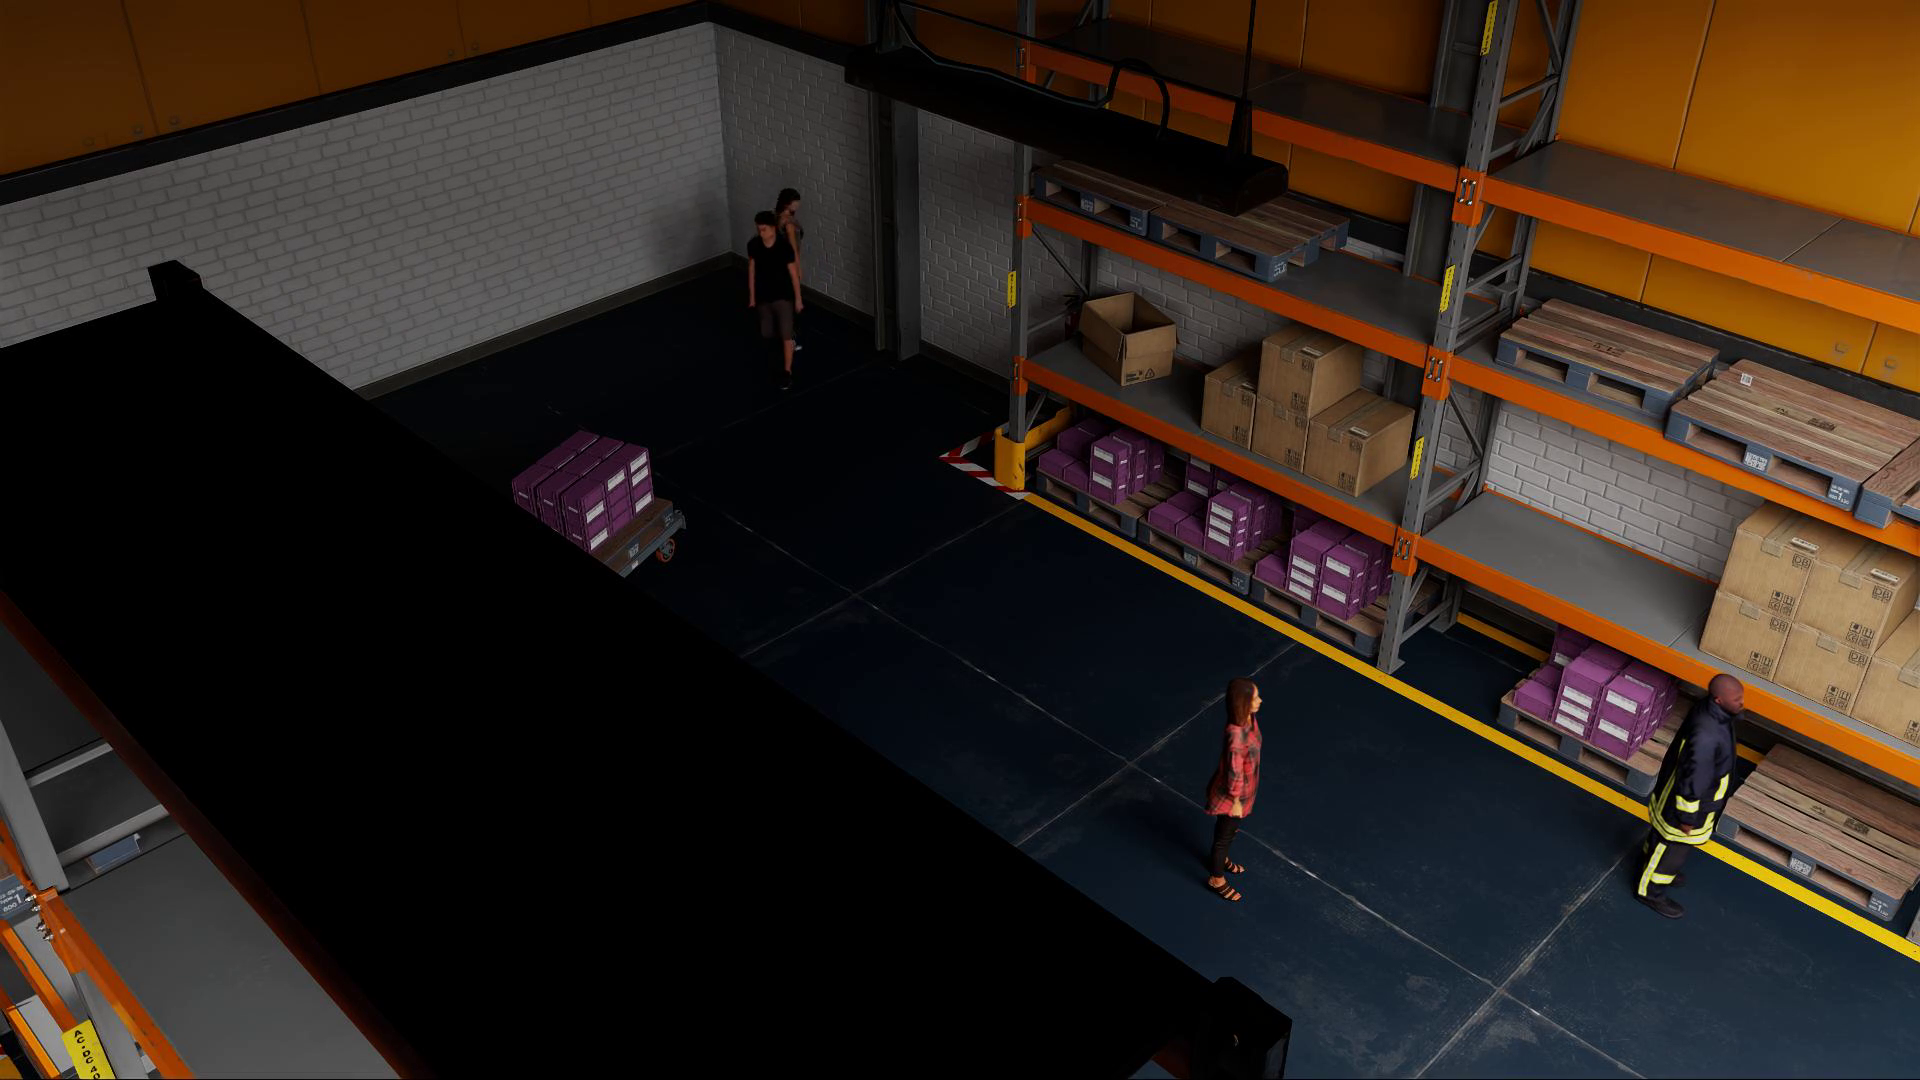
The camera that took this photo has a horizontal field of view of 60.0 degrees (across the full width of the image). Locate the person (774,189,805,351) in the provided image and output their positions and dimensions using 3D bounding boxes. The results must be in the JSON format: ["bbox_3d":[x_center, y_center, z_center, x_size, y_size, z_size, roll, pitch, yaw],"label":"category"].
[{"bbox_3d":[-1.856,-2.879,17.349,0.868,1.750,0.636,-26,42,-34],"label":"person"}]

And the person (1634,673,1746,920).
[{"bbox_3d":[4.647,1.575,10.583,0.781,1.821,0.823,16,37,22],"label":"person"}]

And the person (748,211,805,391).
[{"bbox_3d":[-1.820,-2.465,16.642,1.056,1.843,1.050,7,34,11],"label":"person"}]

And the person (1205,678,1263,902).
[{"bbox_3d":[1.759,1.578,10.687,0.714,1.701,0.699,8,34,12],"label":"person"}]
